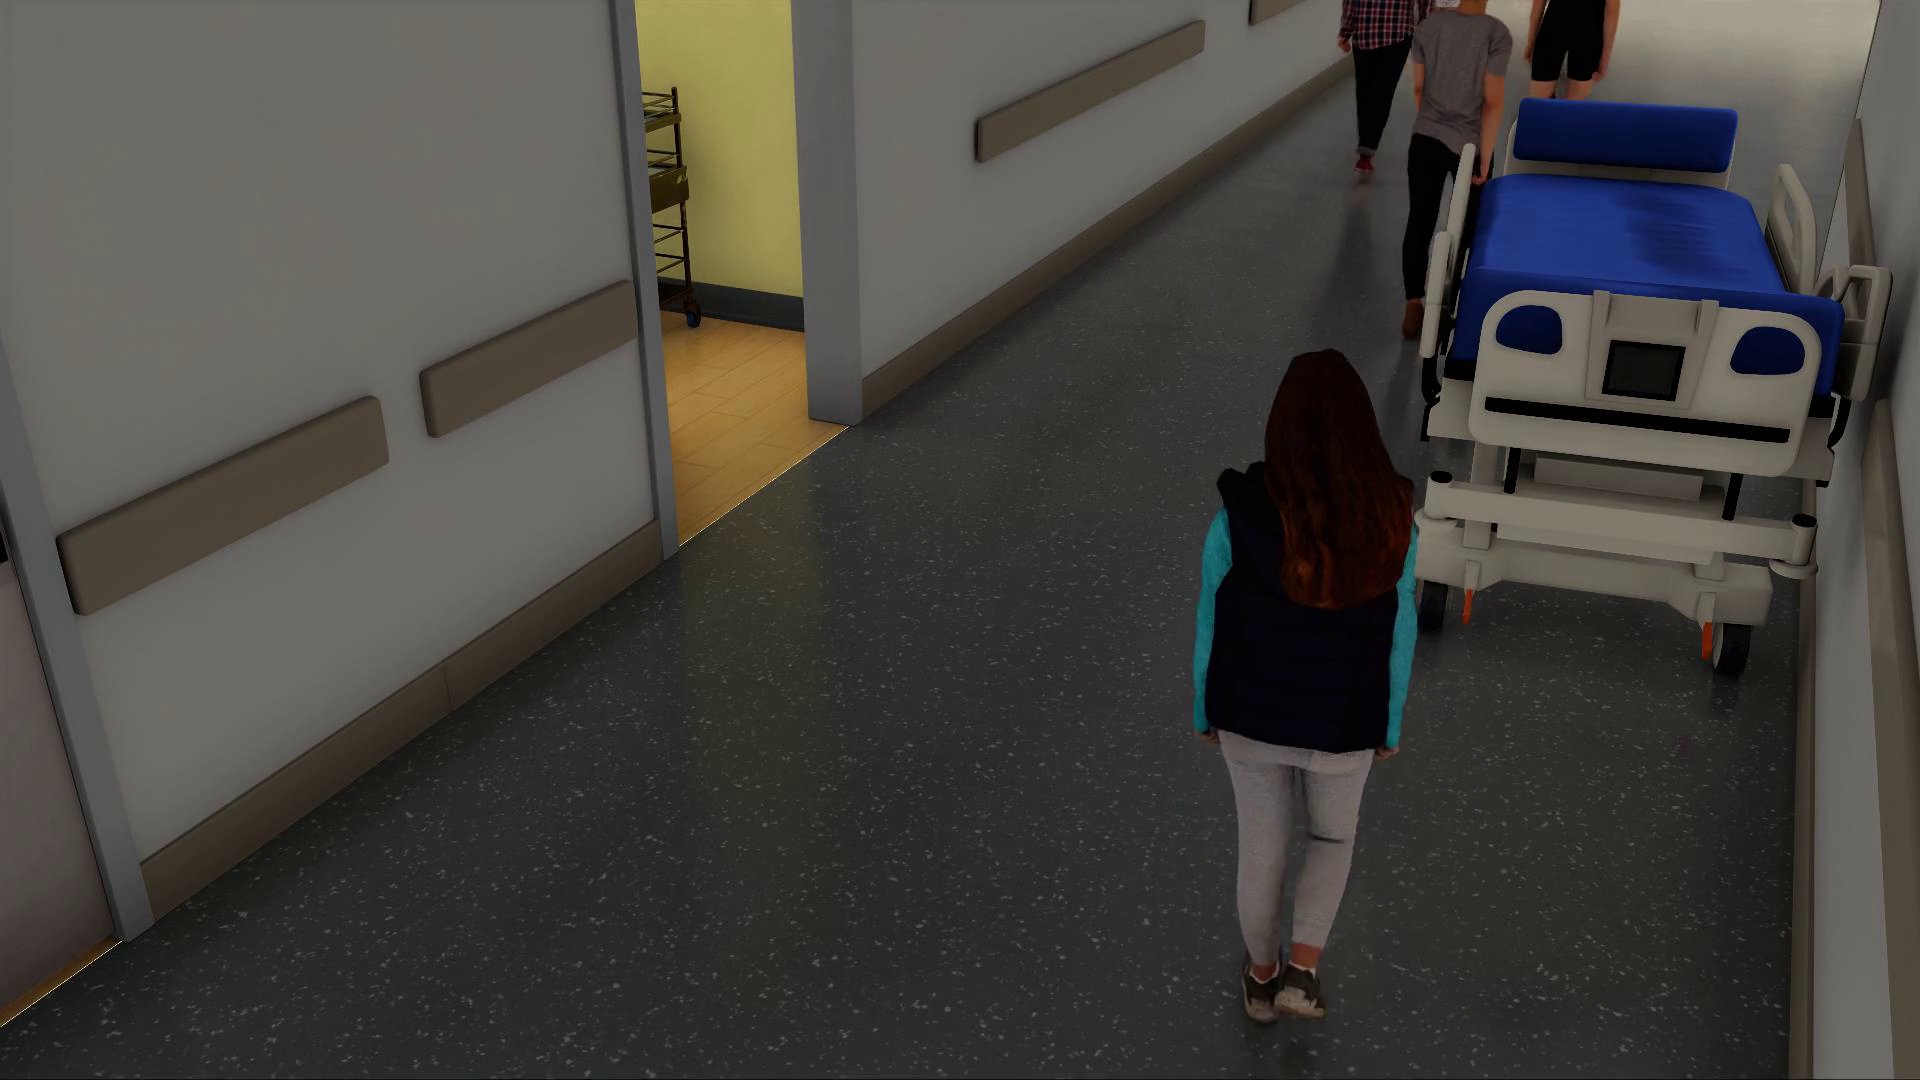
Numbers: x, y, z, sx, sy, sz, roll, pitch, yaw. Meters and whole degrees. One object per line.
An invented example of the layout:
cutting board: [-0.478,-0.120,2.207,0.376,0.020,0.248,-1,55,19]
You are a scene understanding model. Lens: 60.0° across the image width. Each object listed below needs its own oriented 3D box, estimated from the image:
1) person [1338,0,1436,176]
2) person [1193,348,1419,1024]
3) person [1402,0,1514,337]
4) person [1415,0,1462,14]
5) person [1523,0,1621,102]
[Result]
person: [2.561,-3.069,10.116,1.063,1.722,0.766,11,28,21]
person: [0.664,0.366,3.253,0.636,1.498,0.711,5,26,10]
person: [2.143,-1.743,7.395,0.822,1.697,0.738,16,30,30]
person: [3.591,-4.227,12.470,0.776,1.764,0.746,8,27,17]
person: [3.463,-2.828,9.534,0.980,1.794,0.747,13,29,25]
